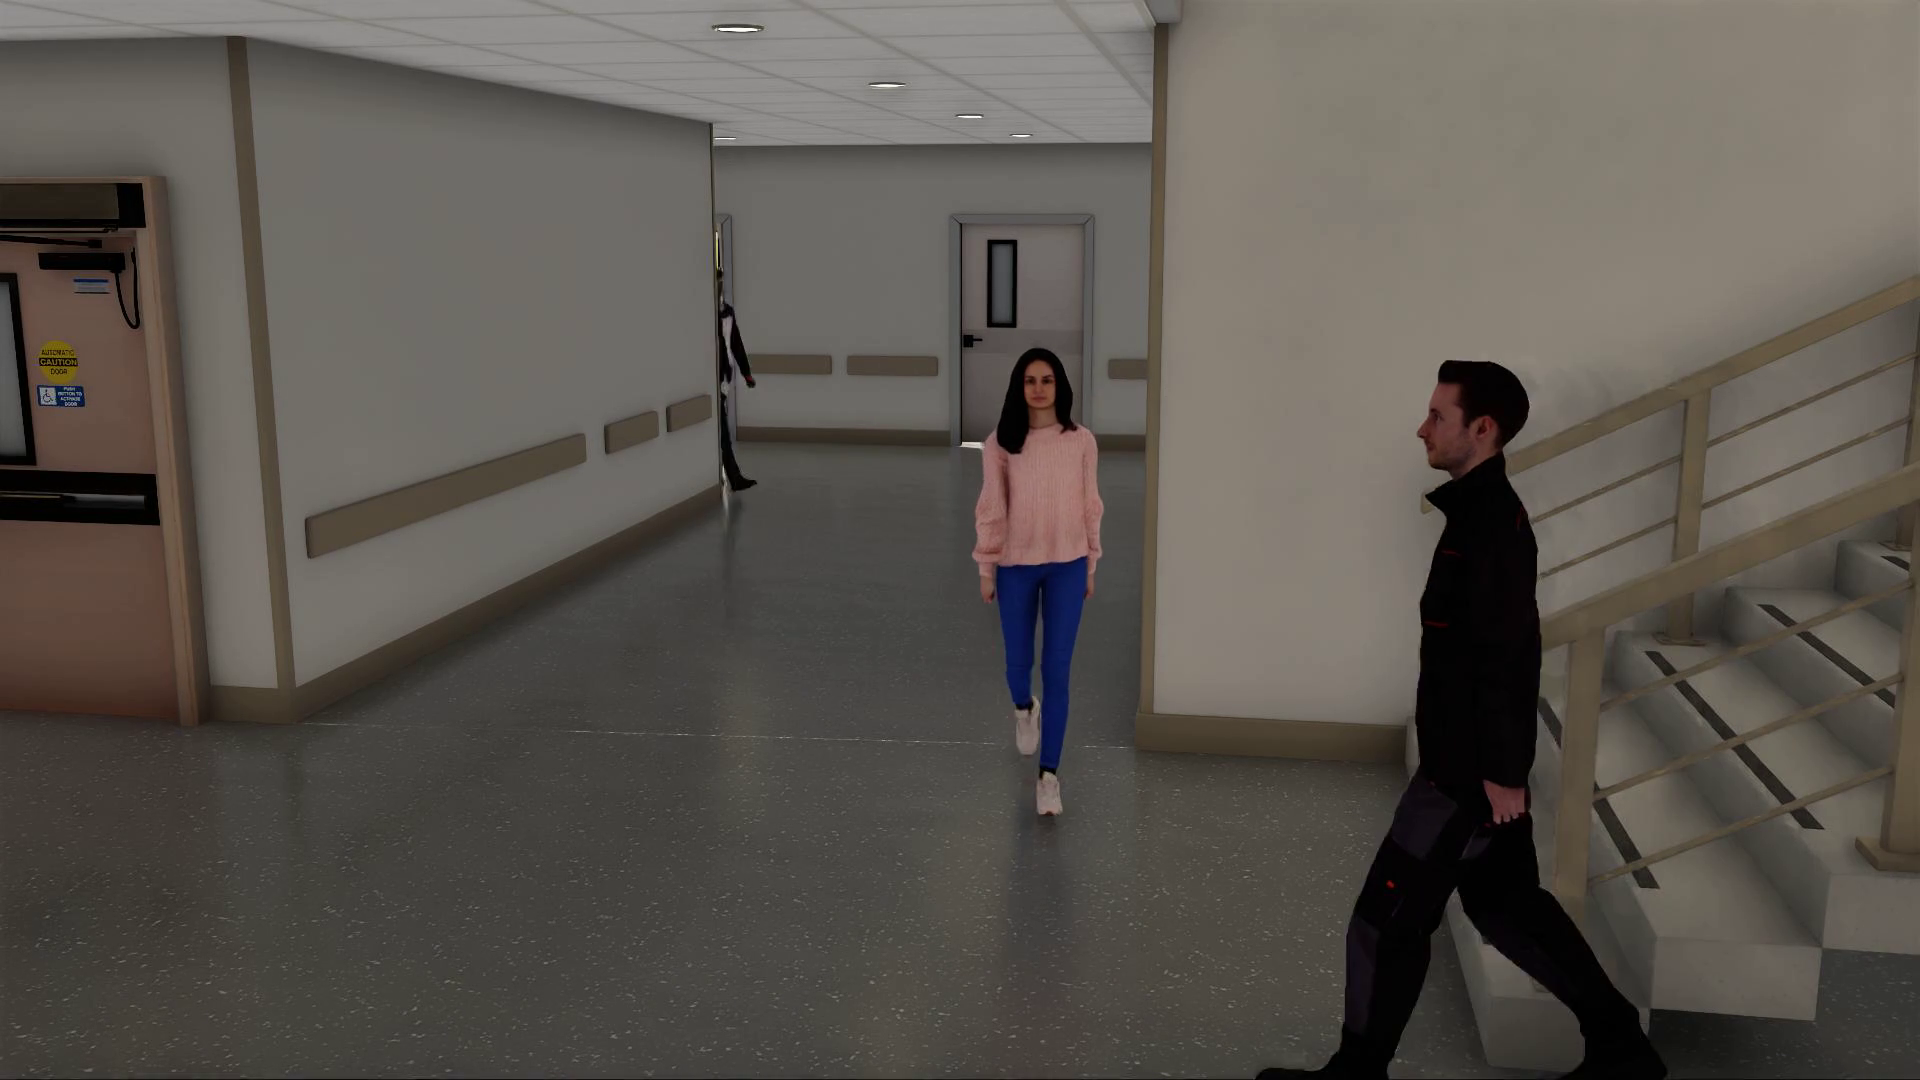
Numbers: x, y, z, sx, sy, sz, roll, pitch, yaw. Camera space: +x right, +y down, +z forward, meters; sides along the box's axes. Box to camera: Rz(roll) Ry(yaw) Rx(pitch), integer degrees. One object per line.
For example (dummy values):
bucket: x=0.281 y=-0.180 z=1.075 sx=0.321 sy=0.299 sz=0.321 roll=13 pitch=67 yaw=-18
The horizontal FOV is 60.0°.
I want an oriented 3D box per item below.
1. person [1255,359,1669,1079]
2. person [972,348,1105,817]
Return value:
person: x=1.305 y=0.543 z=3.962 sx=1.232 sy=1.875 sz=0.782 roll=3 pitch=11 yaw=17
person: x=0.312 y=0.135 z=6.473 sx=1.097 sy=1.739 sz=0.815 roll=1 pitch=11 yaw=4
